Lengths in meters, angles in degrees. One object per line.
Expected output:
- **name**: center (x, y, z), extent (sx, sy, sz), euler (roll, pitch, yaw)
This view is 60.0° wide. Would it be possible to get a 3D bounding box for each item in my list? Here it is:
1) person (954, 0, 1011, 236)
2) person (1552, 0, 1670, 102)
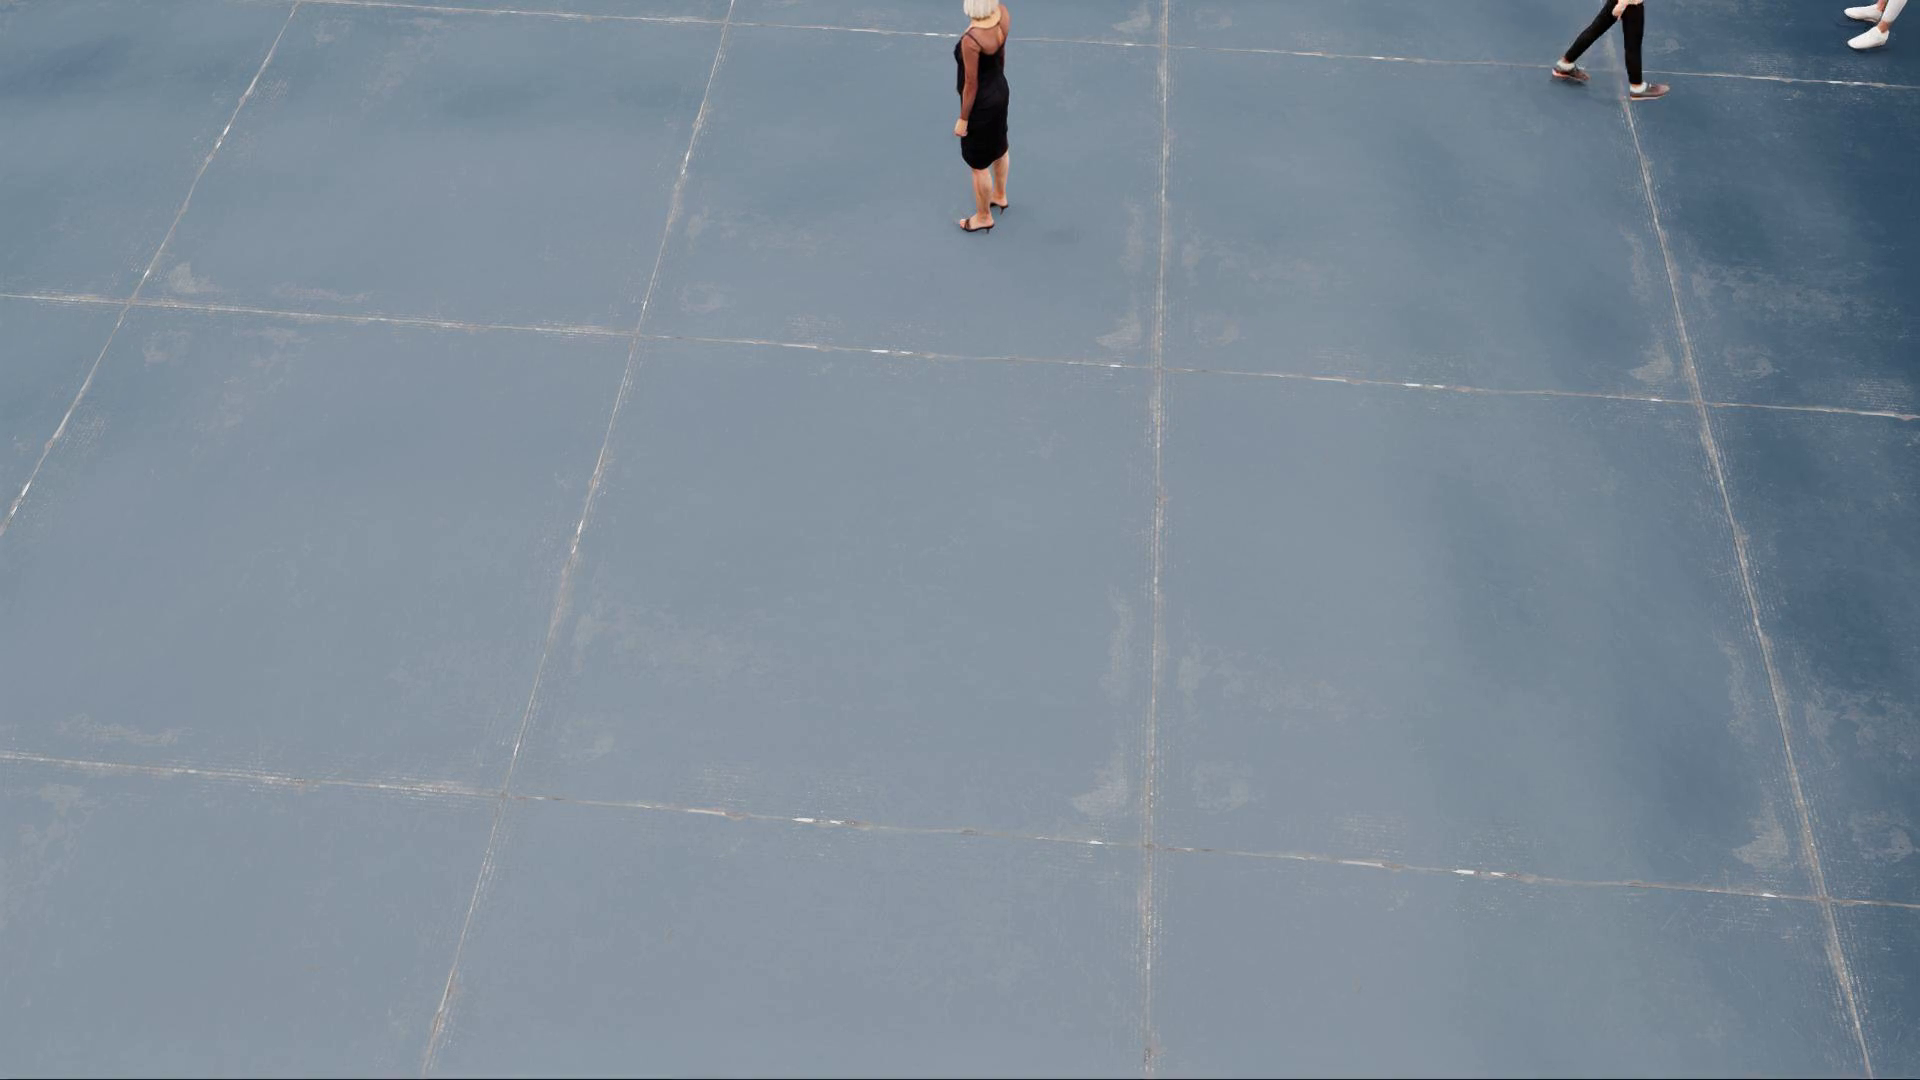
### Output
- **person**: center (0.137, -2.484, 9.454), extent (0.659, 1.744, 0.676), euler (25, 56, 18)
- **person**: center (4.114, -3.426, 10.370), extent (0.987, 1.449, 0.689), euler (12, 53, 9)
